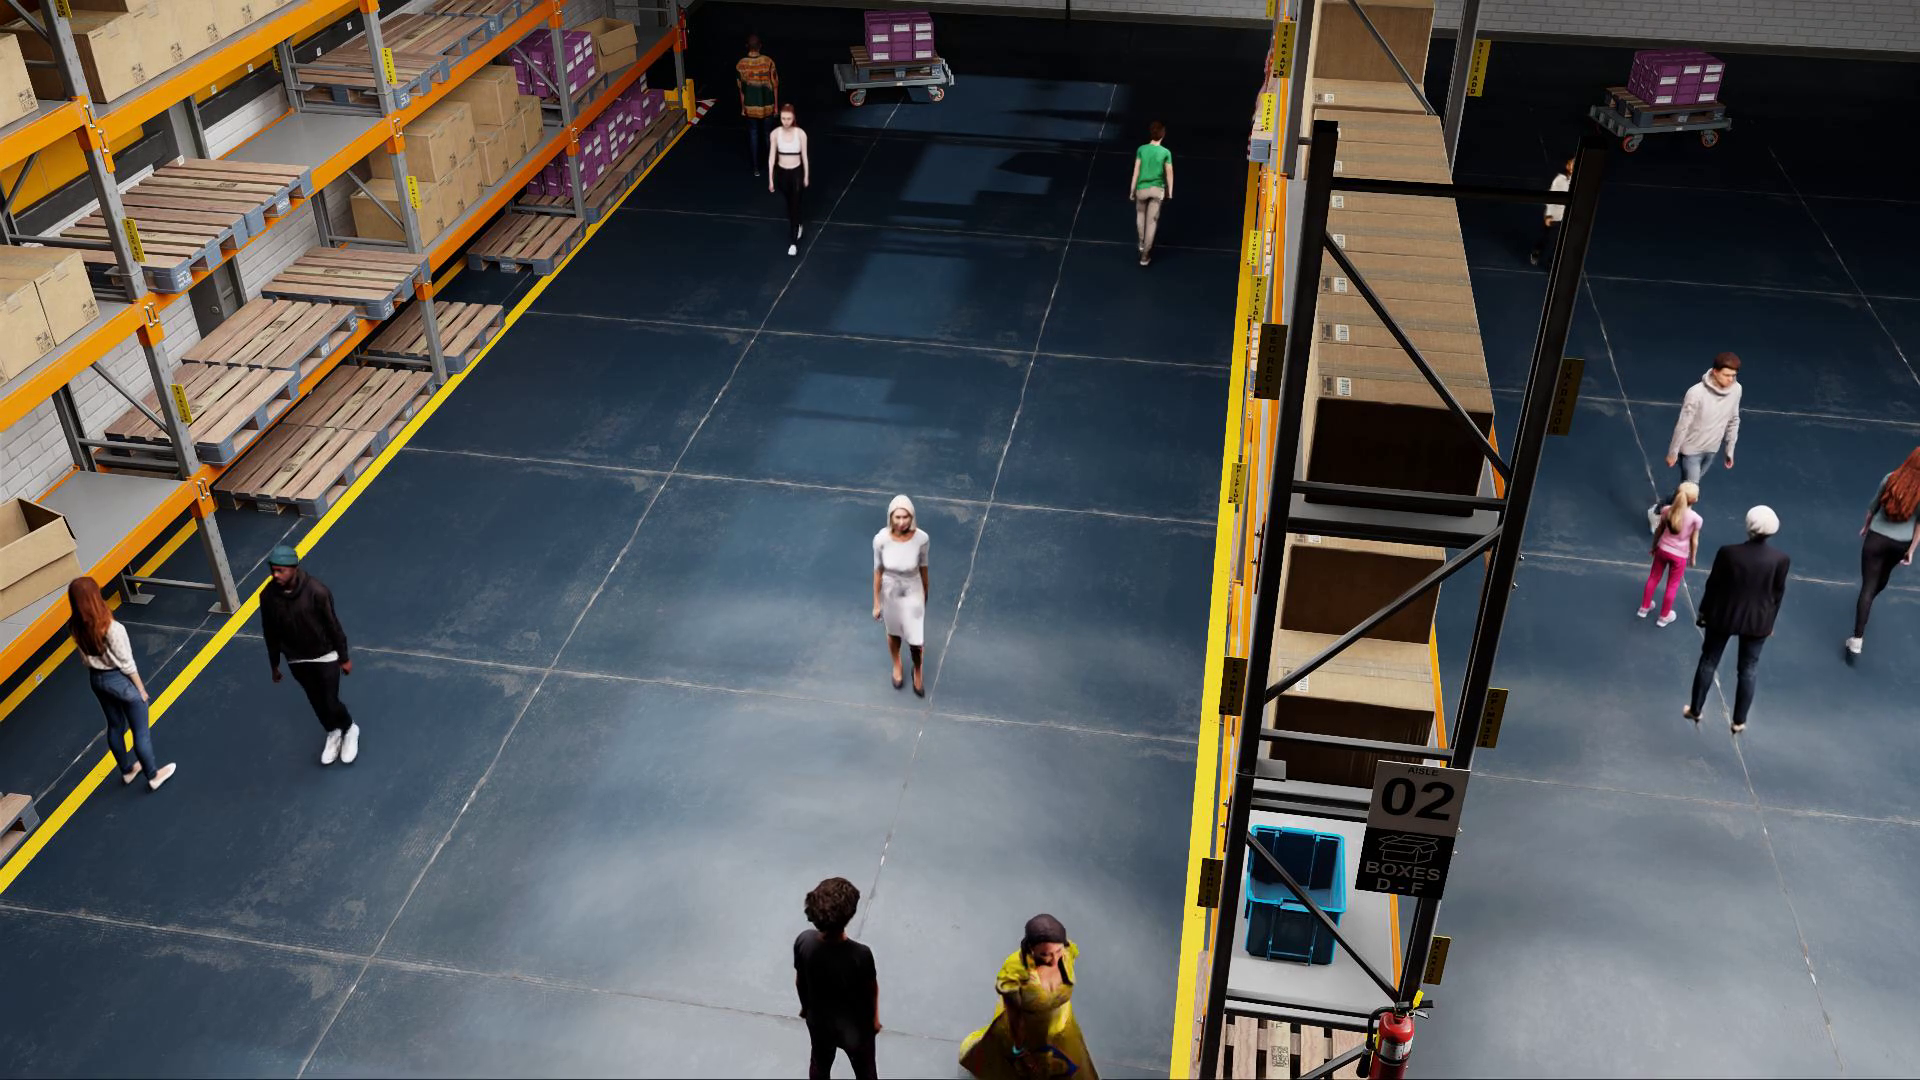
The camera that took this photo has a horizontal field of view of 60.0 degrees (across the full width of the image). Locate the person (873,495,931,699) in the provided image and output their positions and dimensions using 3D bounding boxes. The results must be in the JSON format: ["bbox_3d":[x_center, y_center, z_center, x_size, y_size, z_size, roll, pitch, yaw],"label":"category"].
[{"bbox_3d":[-0.450,0.361,12.397,0.634,1.735,0.665,0,34,0],"label":"person"}]

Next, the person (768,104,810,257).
[{"bbox_3d":[-1.966,-4.214,19.327,0.693,1.683,1.223,2,34,3],"label":"person"}]

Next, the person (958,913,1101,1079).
[{"bbox_3d":[0.346,2.616,9.119,1.236,1.609,1.360,-18,38,-25],"label":"person"}]

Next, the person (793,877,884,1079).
[{"bbox_3d":[-0.659,2.560,9.048,0.650,1.780,0.602,9,35,13],"label":"person"}]

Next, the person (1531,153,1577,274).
[{"bbox_3d":[6.735,-3.670,18.723,0.728,1.446,0.864,-5,34,-7],"label":"person"}]

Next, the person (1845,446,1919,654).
[{"bbox_3d":[7.141,0.089,12.844,0.809,1.693,1.253,16,37,22],"label":"person"}]

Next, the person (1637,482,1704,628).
[{"bbox_3d":[5.659,0.098,13.212,0.647,1.271,0.599,-28,43,-35],"label":"person"}]

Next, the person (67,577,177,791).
[{"bbox_3d":[-5.828,0.987,11.461,0.587,1.729,0.531,10,35,15],"label":"person"}]

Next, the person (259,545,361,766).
[{"bbox_3d":[-4.534,0.755,11.737,0.708,1.809,0.645,3,34,4],"label":"person"}]

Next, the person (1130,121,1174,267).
[{"bbox_3d":[2.154,-3.921,18.936,0.665,1.629,0.897,9,35,13],"label":"person"}]

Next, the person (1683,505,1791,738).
[{"bbox_3d":[5.309,0.554,11.234,0.794,1.776,0.684,15,36,21],"label":"person"}]

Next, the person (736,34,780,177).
[{"bbox_3d":[-2.563,-5.548,21.221,0.754,1.808,0.730,-1,34,-2],"label":"person"}]

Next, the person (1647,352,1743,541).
[{"bbox_3d":[6.193,-0.823,14.088,0.837,1.835,0.891,-11,35,-16],"label":"person"}]
